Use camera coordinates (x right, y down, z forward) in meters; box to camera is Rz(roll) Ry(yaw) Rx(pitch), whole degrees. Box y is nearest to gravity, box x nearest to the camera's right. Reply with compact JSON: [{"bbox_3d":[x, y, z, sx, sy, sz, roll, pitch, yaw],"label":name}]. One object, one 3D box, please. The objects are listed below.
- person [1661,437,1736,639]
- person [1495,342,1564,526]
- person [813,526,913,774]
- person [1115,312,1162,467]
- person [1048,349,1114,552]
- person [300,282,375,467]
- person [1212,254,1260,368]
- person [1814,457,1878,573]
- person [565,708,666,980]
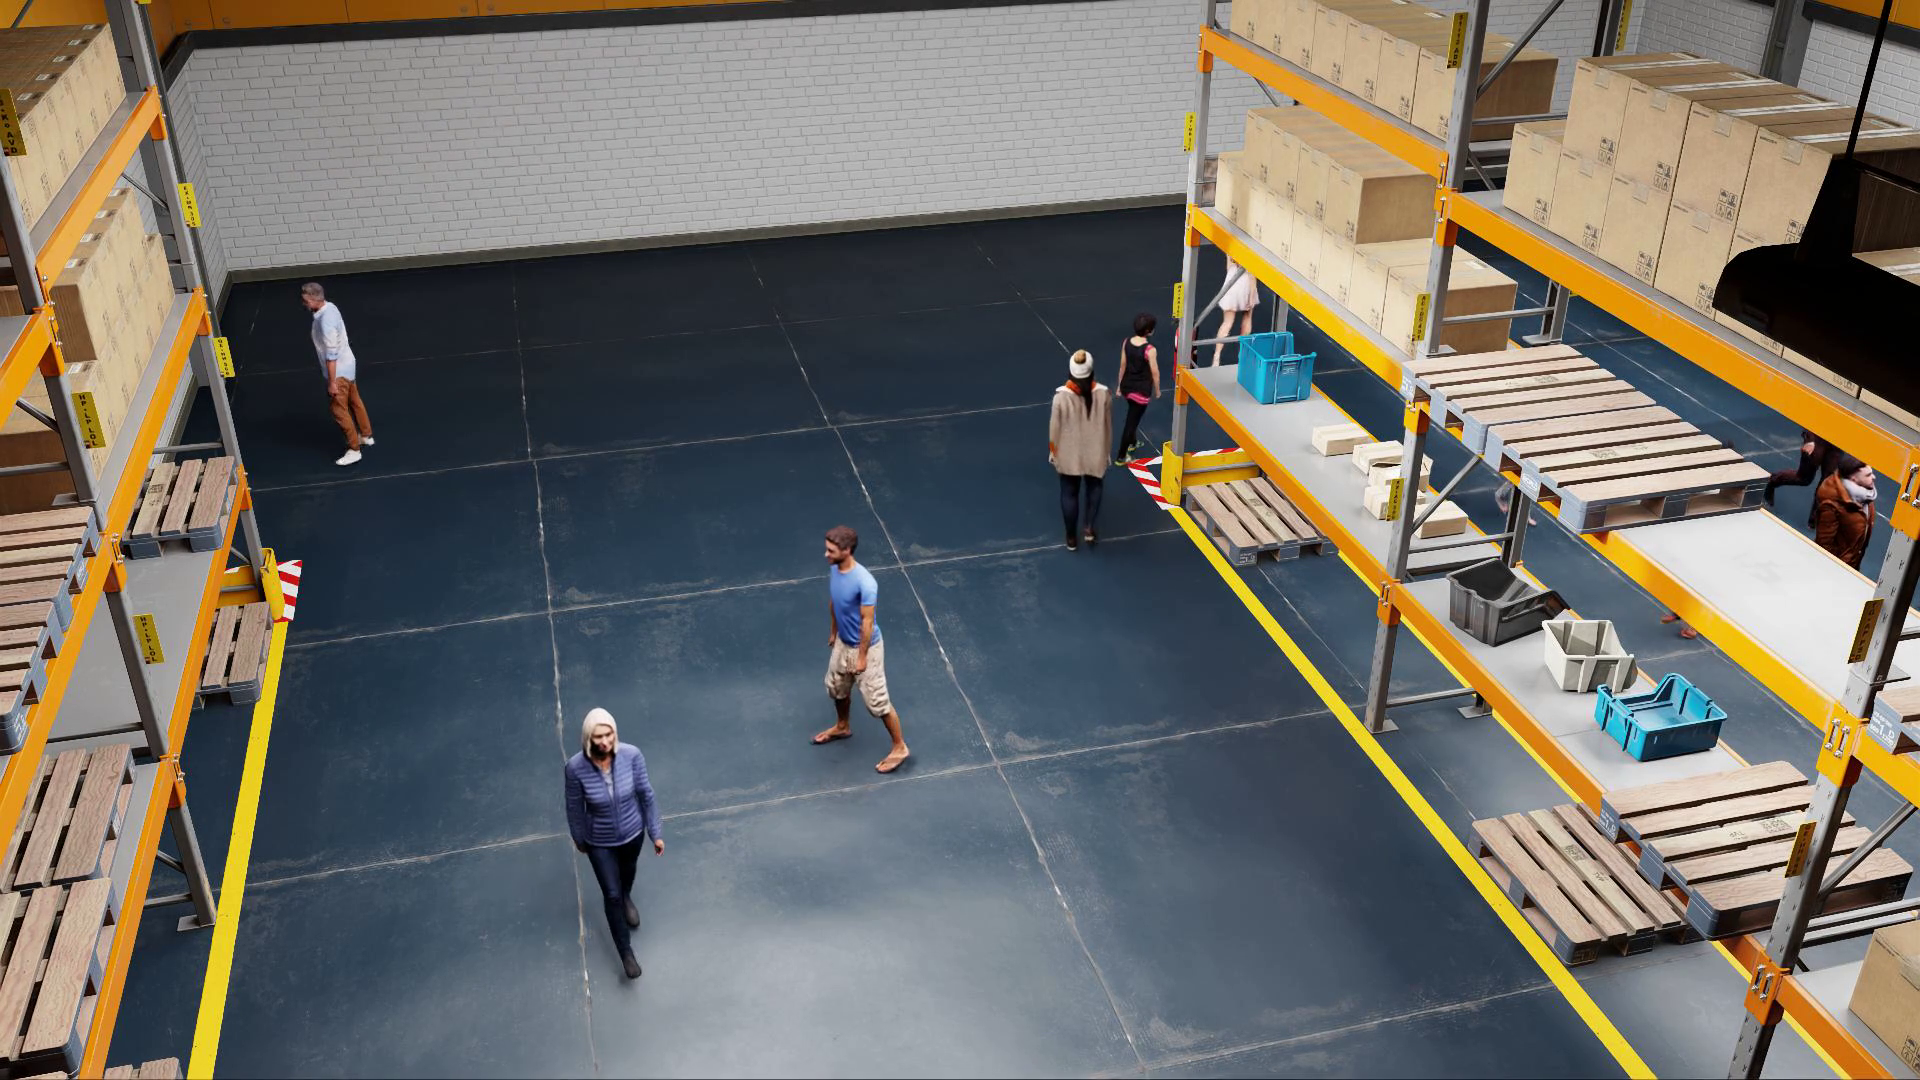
[{"bbox_3d":[5.948,-0.030,13.185,0.842,1.704,0.673,-5,29,-9],"label":"person"},{"bbox_3d":[5.067,-0.985,14.871,0.765,1.765,0.827,-23,36,-35],"label":"person"},{"bbox_3d":[-0.744,0.711,11.676,1.023,1.848,0.842,-20,35,-33],"label":"person"},{"bbox_3d":[1.638,-1.417,15.910,0.804,1.529,0.803,-23,36,-36],"label":"person"},{"bbox_3d":[1.043,-0.749,14.317,0.777,1.882,0.746,0,29,1],"label":"person"},{"bbox_3d":[-5.987,-1.652,16.058,0.846,1.800,0.530,-2,29,-3],"label":"person"},{"bbox_3d":[2.944,-2.586,17.836,1.035,1.738,1.080,16,33,27],"label":"person"},{"bbox_3d":[6.599,0.202,12.620,0.879,1.838,0.844,25,37,38],"label":"person"},{"bbox_3d":[-2.093,1.706,10.011,0.791,1.696,1.138,-13,31,-22],"label":"person"}]
